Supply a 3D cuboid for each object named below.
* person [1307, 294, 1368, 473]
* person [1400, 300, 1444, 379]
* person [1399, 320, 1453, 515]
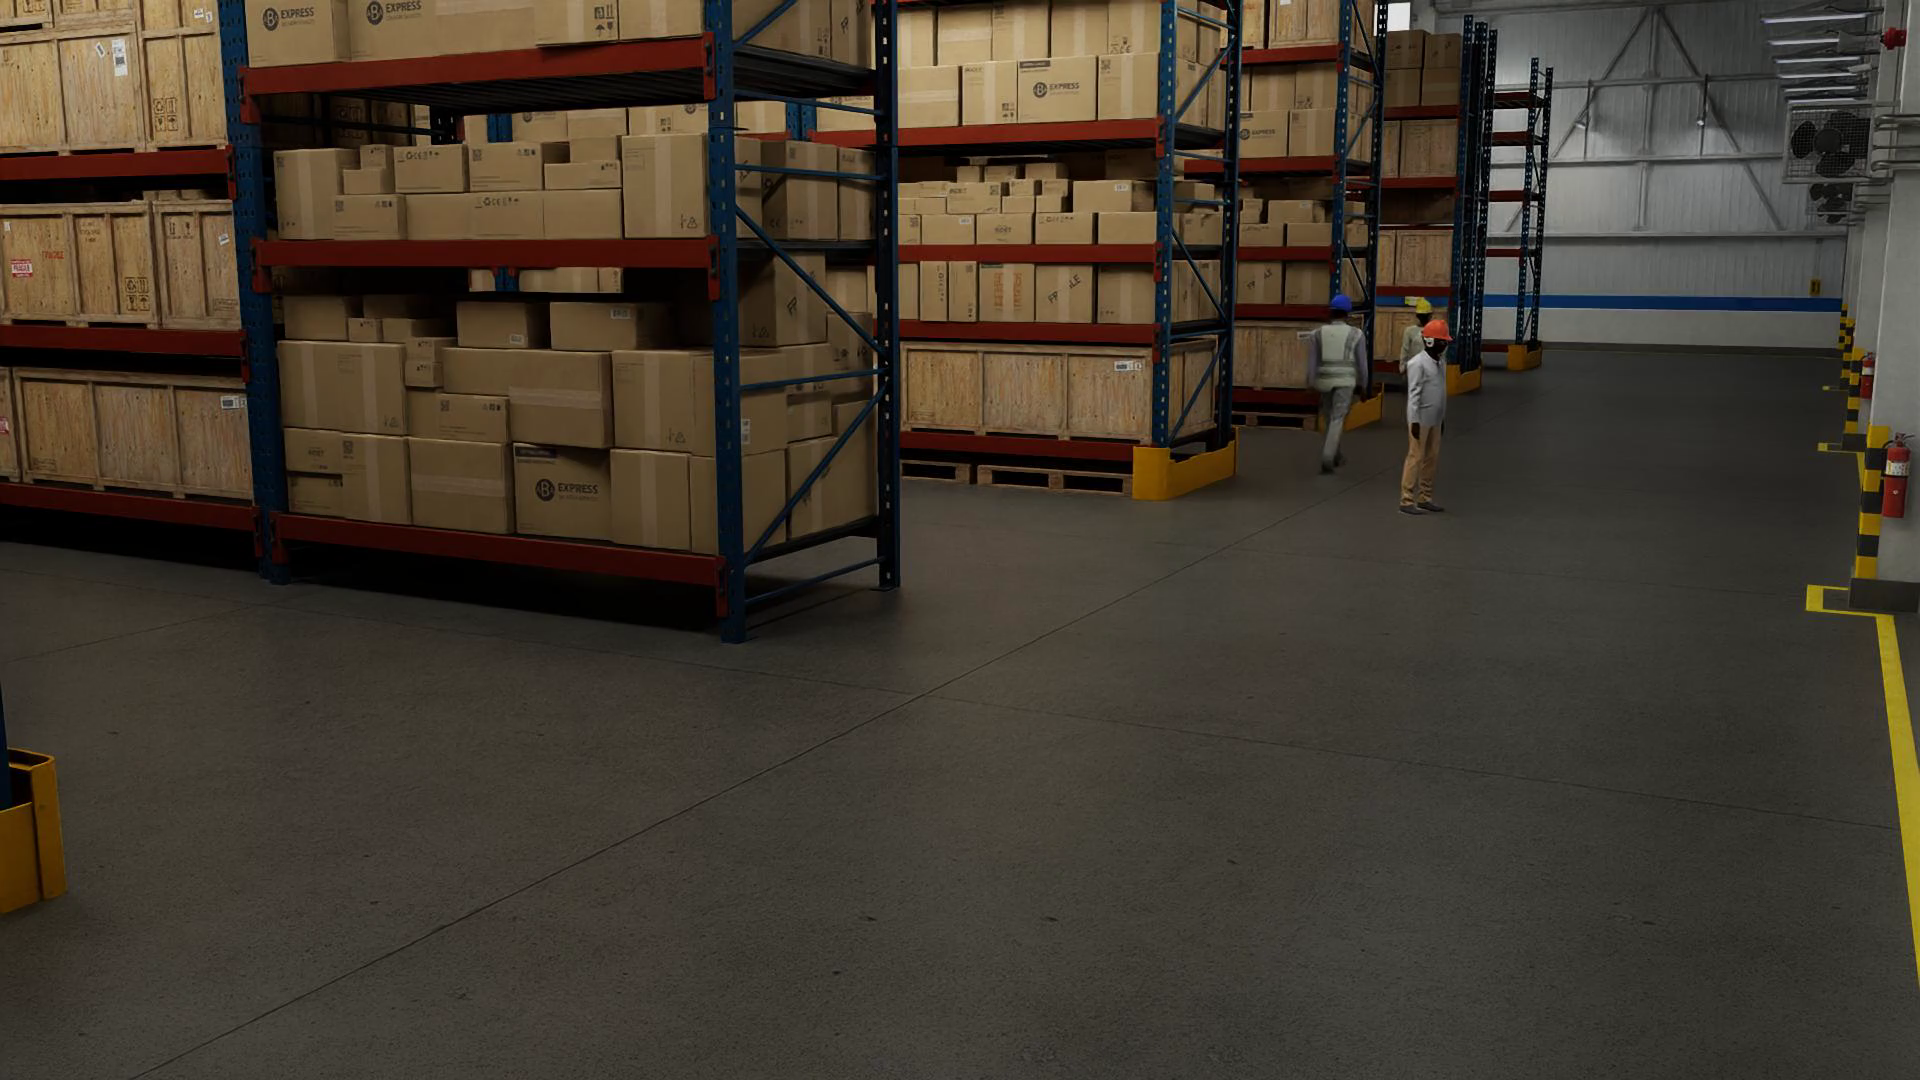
[{"bbox_3d":[4.027,-1.675,17.817,0.620,1.901,0.994,6,11,30],"label":"person"},{"bbox_3d":[5.972,-2.229,21.475,0.534,1.736,0.828,5,11,25],"label":"person"},{"bbox_3d":[4.203,-1.096,14.888,0.574,1.742,0.351,-9,13,-43],"label":"person"}]
